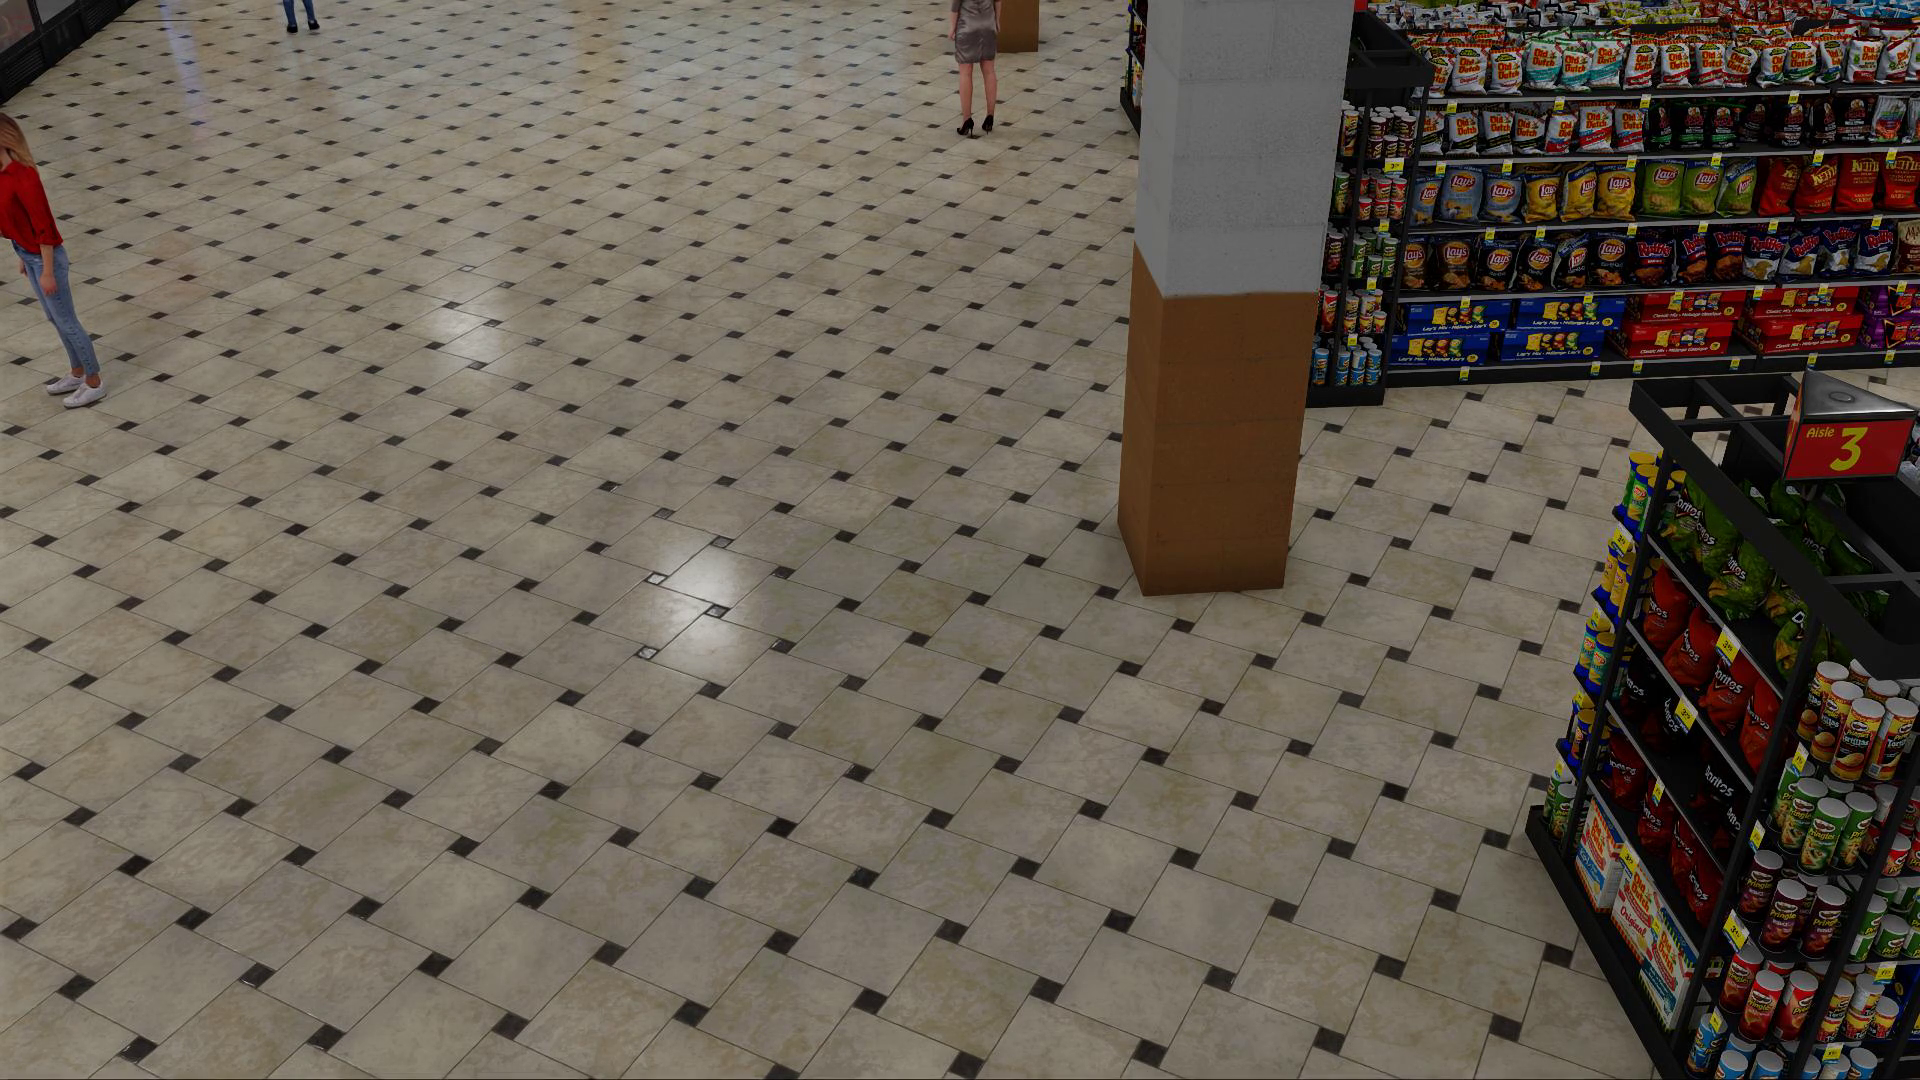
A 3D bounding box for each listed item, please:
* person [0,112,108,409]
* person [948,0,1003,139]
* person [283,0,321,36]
[{"bbox_3d":[-5.189,-1.582,9.404,0.717,1.705,0.682,-27,41,-36],"label":"person"},{"bbox_3d":[0.128,-4.158,13.505,0.542,1.746,0.708,-12,34,-18],"label":"person"},{"bbox_3d":[-6.585,-5.625,16.328,0.507,1.255,0.620,-14,34,-21],"label":"person"}]
